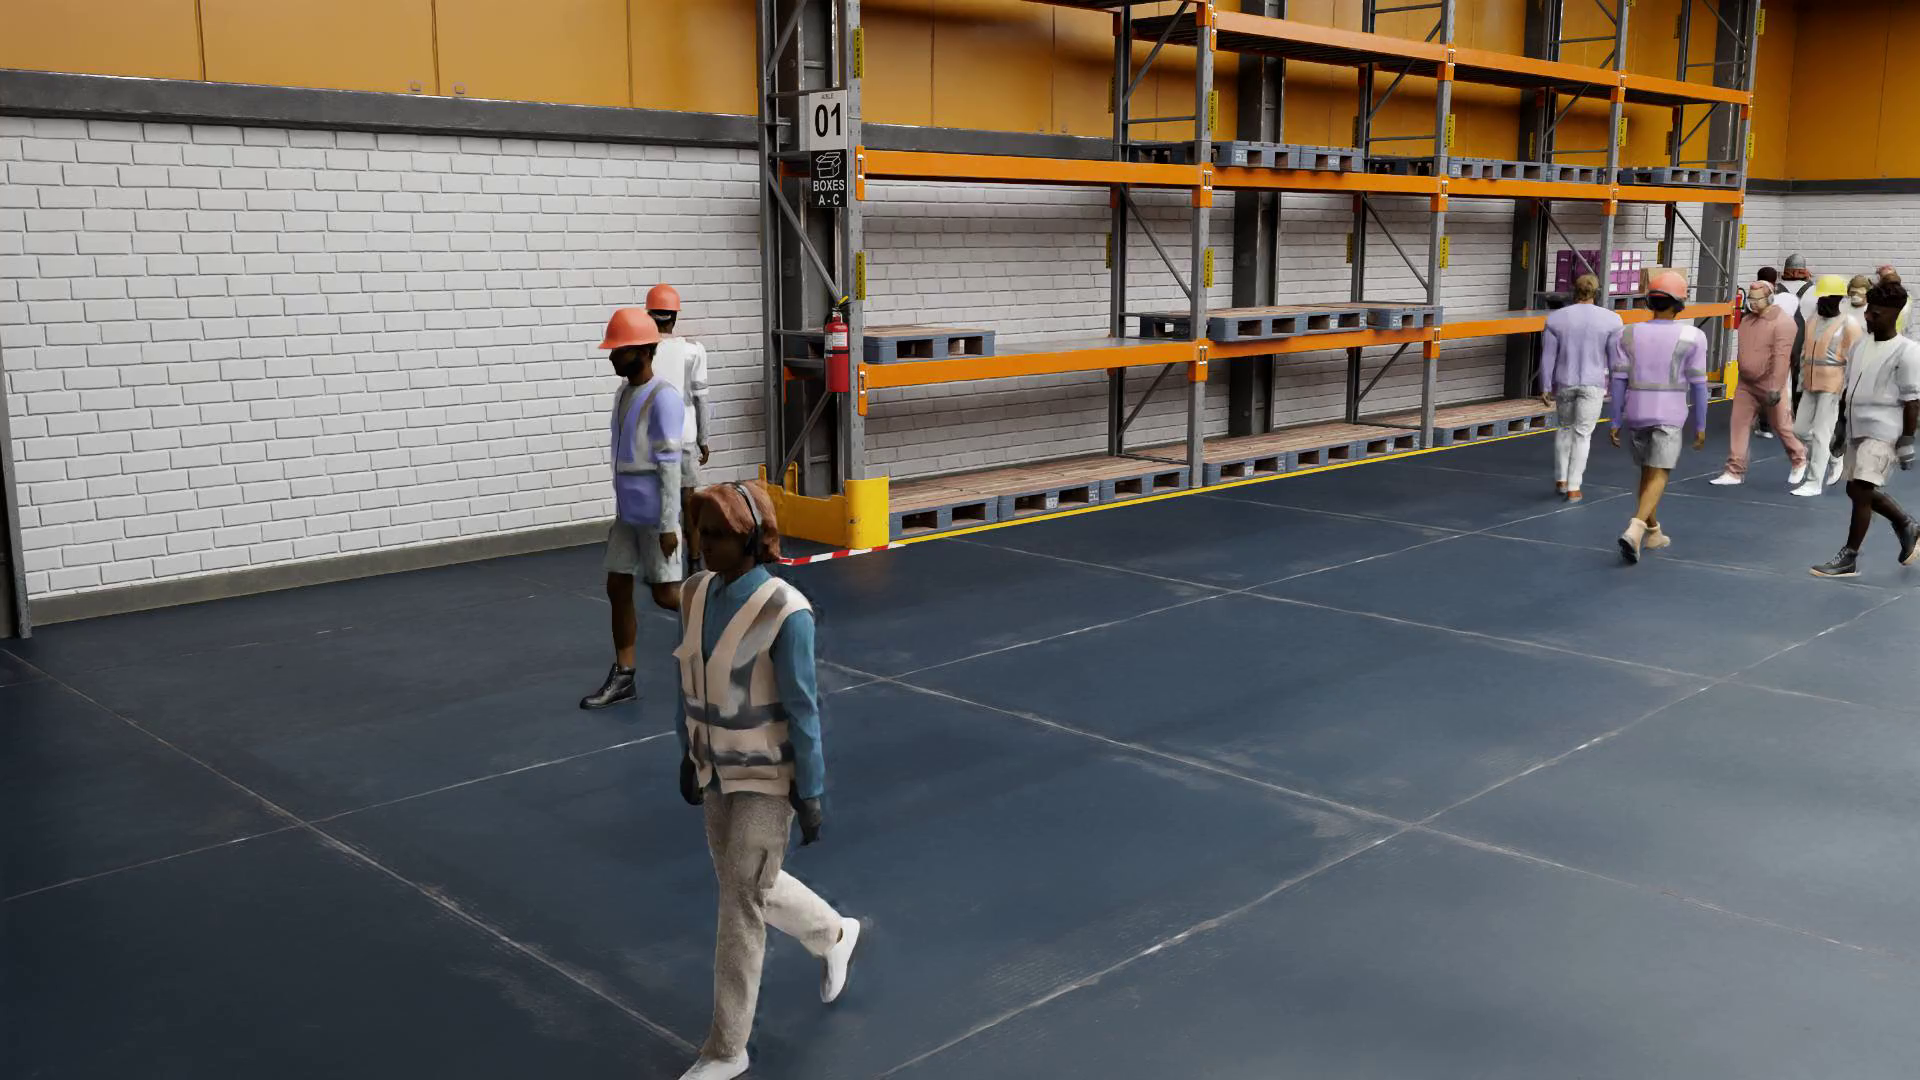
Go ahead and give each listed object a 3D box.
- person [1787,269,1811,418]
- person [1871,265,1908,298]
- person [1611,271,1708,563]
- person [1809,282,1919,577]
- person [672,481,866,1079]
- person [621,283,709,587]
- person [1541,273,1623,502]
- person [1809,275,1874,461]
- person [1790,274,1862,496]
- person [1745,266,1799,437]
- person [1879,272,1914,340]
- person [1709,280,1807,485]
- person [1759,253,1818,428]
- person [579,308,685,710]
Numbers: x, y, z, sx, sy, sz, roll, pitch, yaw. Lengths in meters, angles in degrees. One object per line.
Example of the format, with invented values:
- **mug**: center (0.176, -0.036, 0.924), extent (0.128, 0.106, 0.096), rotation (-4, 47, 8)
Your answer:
- **person**: center (10.381, -2.427, 20.520), extent (0.610, 1.853, 0.875), rotation (9, 14, 40)
- **person**: center (11.979, -2.641, 21.657), extent (0.681, 1.850, 0.992), rotation (1, 10, 6)
- **person**: center (4.809, -0.854, 11.514), extent (0.621, 2.008, 0.994), rotation (9, 14, 41)
- **person**: center (6.067, -0.717, 10.931), extent (0.818, 1.947, 0.613), rotation (-1, 10, -6)
- **person**: center (-0.517, 0.626, 4.499), extent (0.716, 1.619, 0.529), rotation (-10, 14, -43)
- **person**: center (-1.884, -0.667, 10.665), extent (0.552, 1.935, 0.374), rotation (-3, 11, -14)
- **person**: center (5.305, -1.299, 14.169), extent (0.628, 1.911, 0.757), rotation (7, 12, 33)
- **person**: center (8.994, -1.711, 16.596), extent (1.113, 1.867, 0.647), rotation (-7, 12, -32)
- **person**: center (7.486, -1.328, 14.329), extent (0.579, 1.912, 0.611), rotation (-2, 11, -12)
- **person**: center (8.979, -2.071, 18.426), extent (0.631, 1.896, 0.459), rotation (0, 10, -1)
- **person**: center (10.440, -2.113, 18.859), extent (0.621, 1.826, 0.477), rotation (2, 11, 11)
- **person**: center (7.290, -1.408, 14.969), extent (0.966, 1.862, 0.650), rotation (-4, 11, -19)
- **person**: center (9.525, -2.267, 19.104), extent (0.684, 2.000, 0.538), rotation (5, 12, 25)
- **person**: center (-1.434, -0.158, 7.975), extent (0.826, 1.912, 0.552), rotation (-8, 13, -39)
